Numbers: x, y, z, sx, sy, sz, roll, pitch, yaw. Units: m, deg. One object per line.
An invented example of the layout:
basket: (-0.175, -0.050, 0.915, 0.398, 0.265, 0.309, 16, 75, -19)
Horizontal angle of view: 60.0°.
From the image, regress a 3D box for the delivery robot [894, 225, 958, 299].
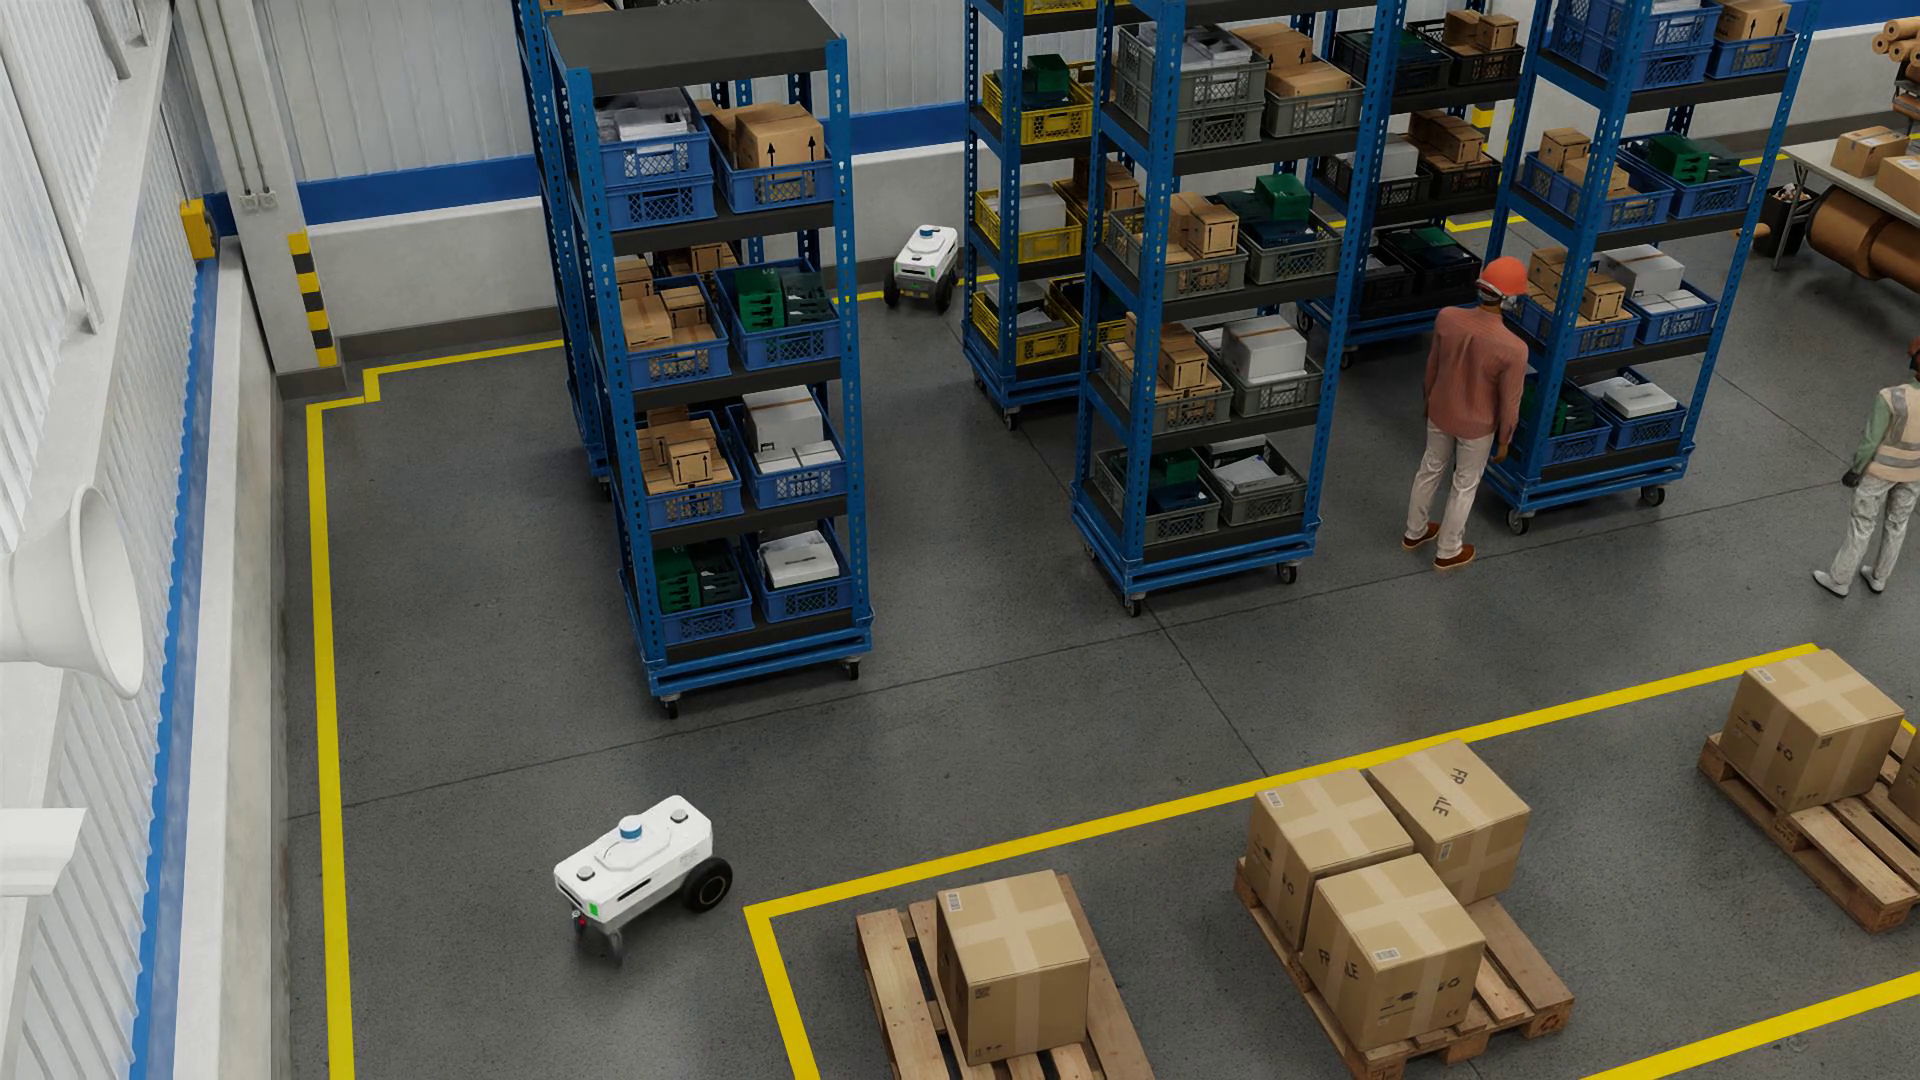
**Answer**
delivery robot: (-0.257, -2.187, 12.809, 0.477, 0.478, 0.707, 9, 36, 12)

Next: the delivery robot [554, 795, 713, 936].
delivery robot: (-1.487, 1.471, 7.618, 0.707, 0.478, 0.477, -30, 45, -35)

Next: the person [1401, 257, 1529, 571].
person: (2.927, -0.709, 9.570, 0.410, 1.980, 0.621, -26, 43, -32)

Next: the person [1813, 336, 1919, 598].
person: (5.272, -0.397, 9.415, 0.523, 1.637, 0.310, -4, 35, -6)
